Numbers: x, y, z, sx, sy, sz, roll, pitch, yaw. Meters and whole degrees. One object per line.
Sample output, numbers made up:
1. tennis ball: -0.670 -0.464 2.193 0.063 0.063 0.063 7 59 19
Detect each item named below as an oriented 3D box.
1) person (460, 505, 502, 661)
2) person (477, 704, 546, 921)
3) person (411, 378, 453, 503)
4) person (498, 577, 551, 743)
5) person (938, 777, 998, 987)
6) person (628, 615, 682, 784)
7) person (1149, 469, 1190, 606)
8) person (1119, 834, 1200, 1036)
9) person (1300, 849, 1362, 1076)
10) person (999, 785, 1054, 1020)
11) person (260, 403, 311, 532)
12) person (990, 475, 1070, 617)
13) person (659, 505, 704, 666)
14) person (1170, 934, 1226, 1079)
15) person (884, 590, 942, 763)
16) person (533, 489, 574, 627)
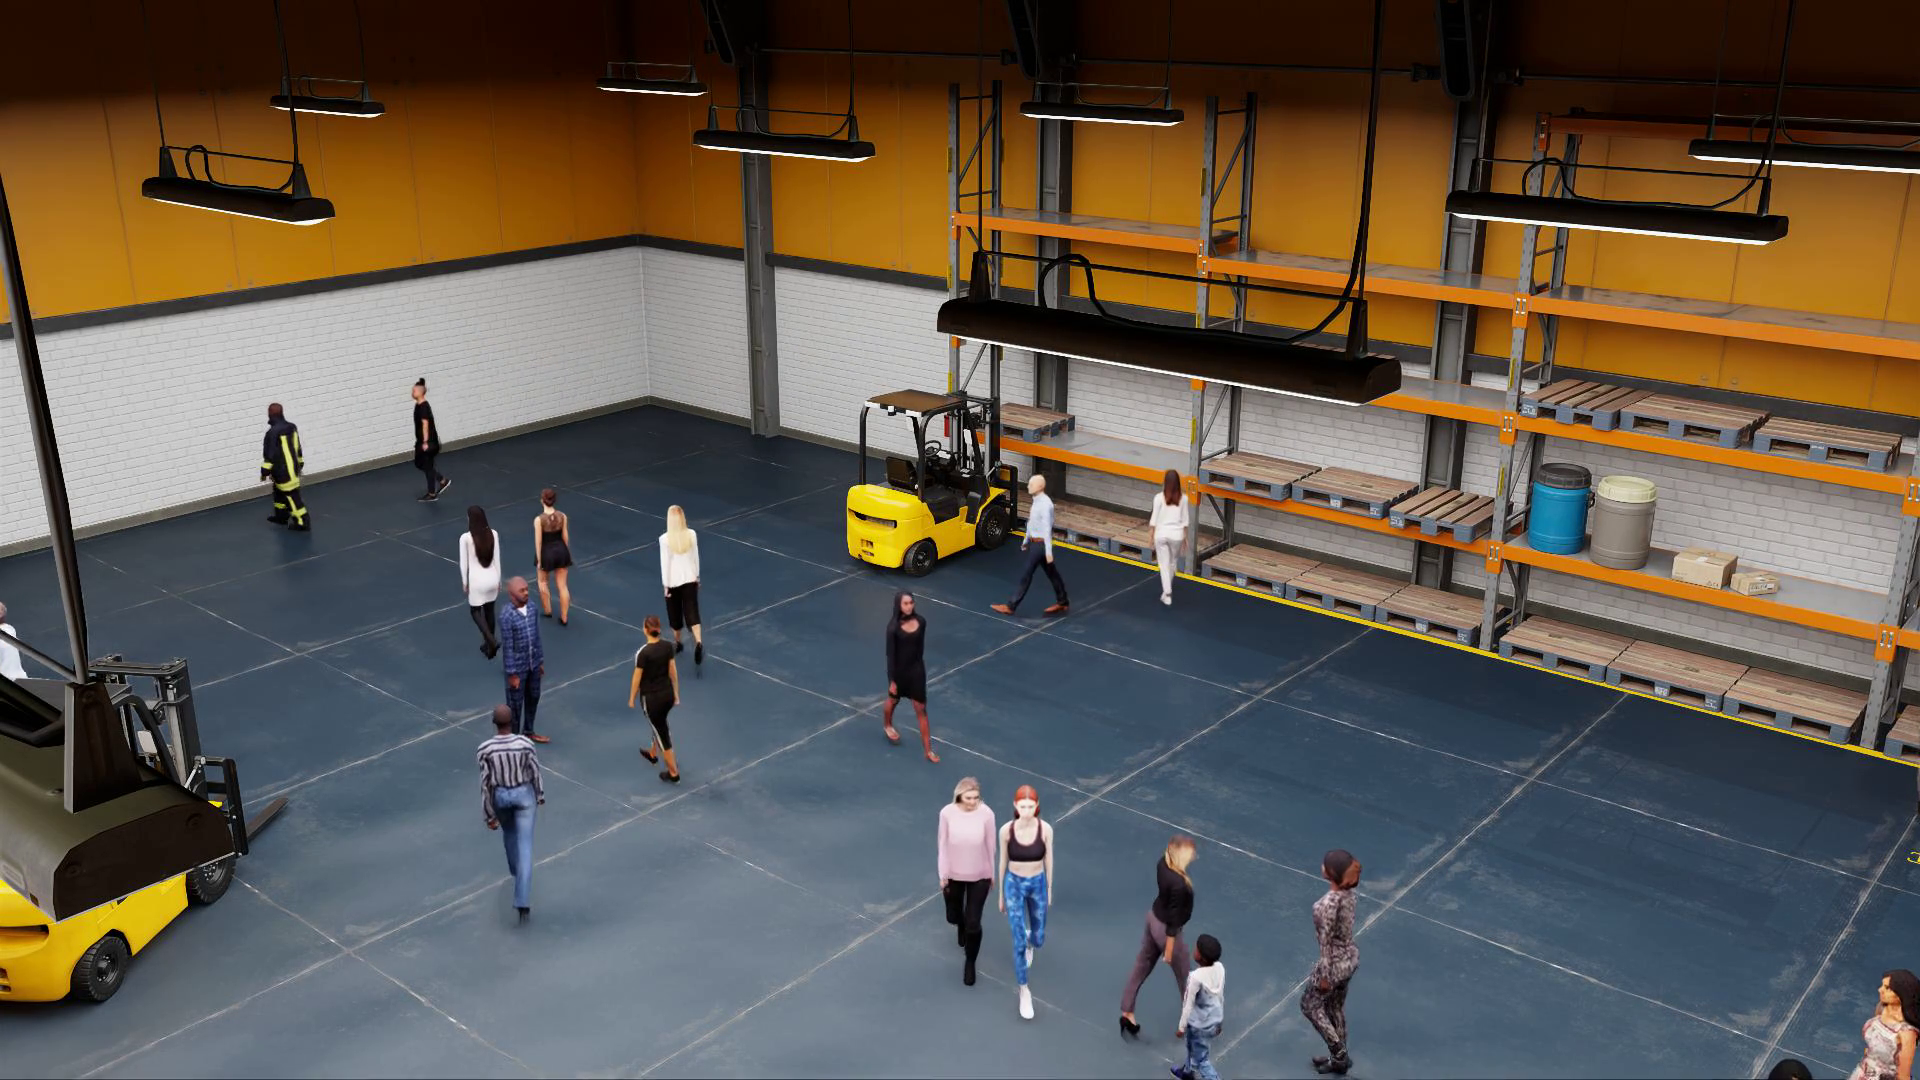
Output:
1. person: -5.290 0.511 18.529 0.735 1.794 0.987 -14 23 -35
2. person: -3.612 2.236 13.507 1.150 1.729 1.256 -3 19 -8
3. person: -7.734 -1.473 24.321 0.902 1.857 0.835 -9 21 -24
4. person: -4.335 1.213 16.409 0.646 1.815 0.696 10 21 26
5. person: 0.051 2.527 12.739 0.950 1.667 0.958 1 19 3
6. person: -2.807 1.531 15.744 0.930 1.638 0.603 13 23 34
7. person: 2.559 -0.015 20.308 1.011 1.654 1.082 -2 19 -6
8. person: 1.375 2.843 11.865 0.976 1.627 1.000 -8 20 -21
9. person: 2.644 2.950 11.428 0.631 1.702 0.616 12 22 31
10. person: 0.478 2.613 12.323 0.943 1.770 0.991 -1 19 -3
11. person: -9.260 -0.999 23.014 1.137 1.793 1.023 2 19 7
12. person: 1.035 0.101 19.836 1.232 1.737 1.207 -3 19 -8
13. person: -3.042 0.536 18.398 0.937 1.830 1.221 -9 21 -25
14. person: 1.669 3.263 11.214 0.546 1.246 0.873 -17 25 -40
15. person: -0.587 1.306 16.371 0.886 1.664 1.286 -12 22 -31
16. person: -4.766 0.223 19.593 0.698 1.659 0.810 -12 22 -32
